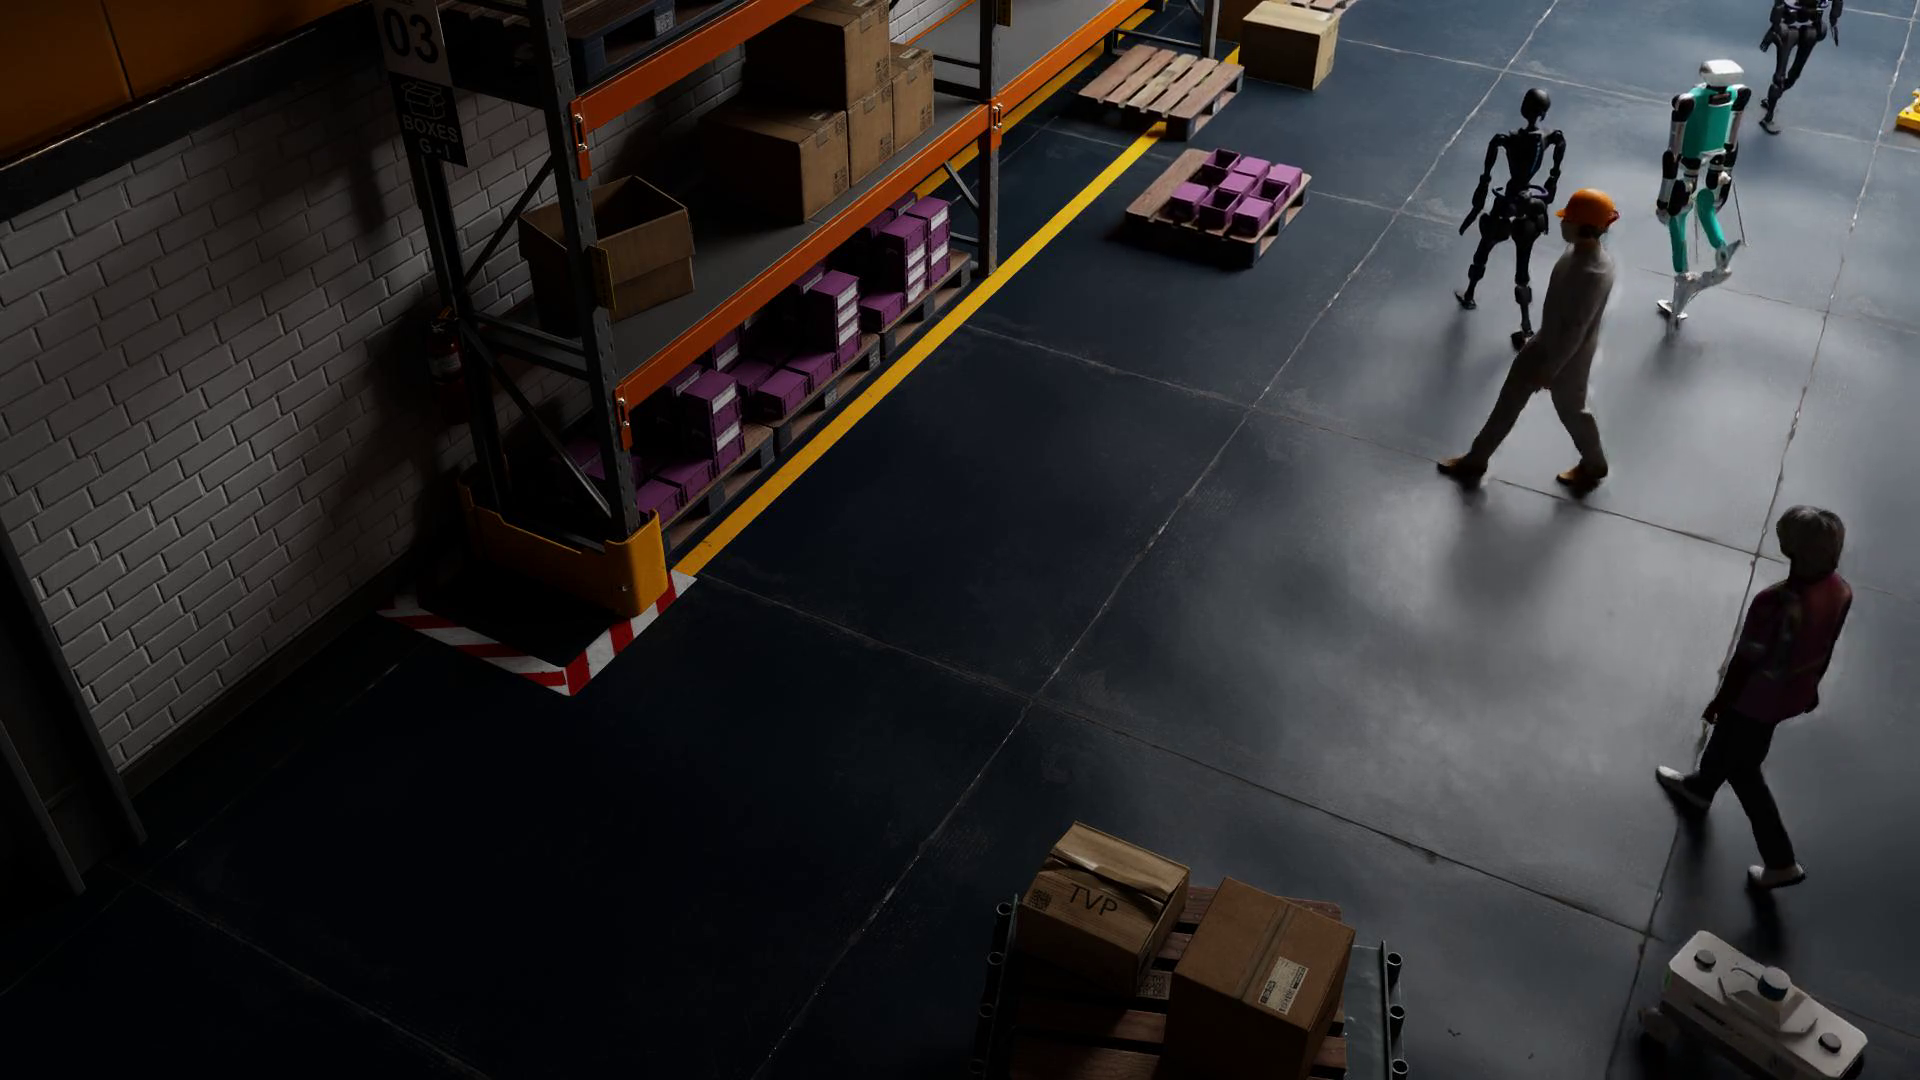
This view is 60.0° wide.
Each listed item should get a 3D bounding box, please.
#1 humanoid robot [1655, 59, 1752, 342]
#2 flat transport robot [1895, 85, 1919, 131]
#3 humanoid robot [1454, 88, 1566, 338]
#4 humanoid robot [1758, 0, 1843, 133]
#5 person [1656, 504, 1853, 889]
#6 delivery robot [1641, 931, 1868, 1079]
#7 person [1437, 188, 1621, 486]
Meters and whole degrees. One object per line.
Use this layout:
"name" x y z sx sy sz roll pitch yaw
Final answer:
"humanoid robot" 4.831 -2.079 10.736 0.544 1.894 0.760 -12 40 -14
"flat transport robot" 8.352 -3.672 13.810 0.659 0.231 1.431 28 46 30
"humanoid robot" 3.595 -2.114 10.777 0.590 1.633 0.803 -6 39 -8
"humanoid robot" 6.735 -4.109 13.253 0.608 1.648 0.610 -3 39 -4
"person" 3.533 0.681 7.133 0.512 1.815 0.834 -19 43 -22
"delivery robot" 3.148 1.914 6.588 0.499 0.582 0.765 -29 47 -31
"person" 3.373 -1.091 9.326 0.972 1.841 0.563 -2 39 -3
